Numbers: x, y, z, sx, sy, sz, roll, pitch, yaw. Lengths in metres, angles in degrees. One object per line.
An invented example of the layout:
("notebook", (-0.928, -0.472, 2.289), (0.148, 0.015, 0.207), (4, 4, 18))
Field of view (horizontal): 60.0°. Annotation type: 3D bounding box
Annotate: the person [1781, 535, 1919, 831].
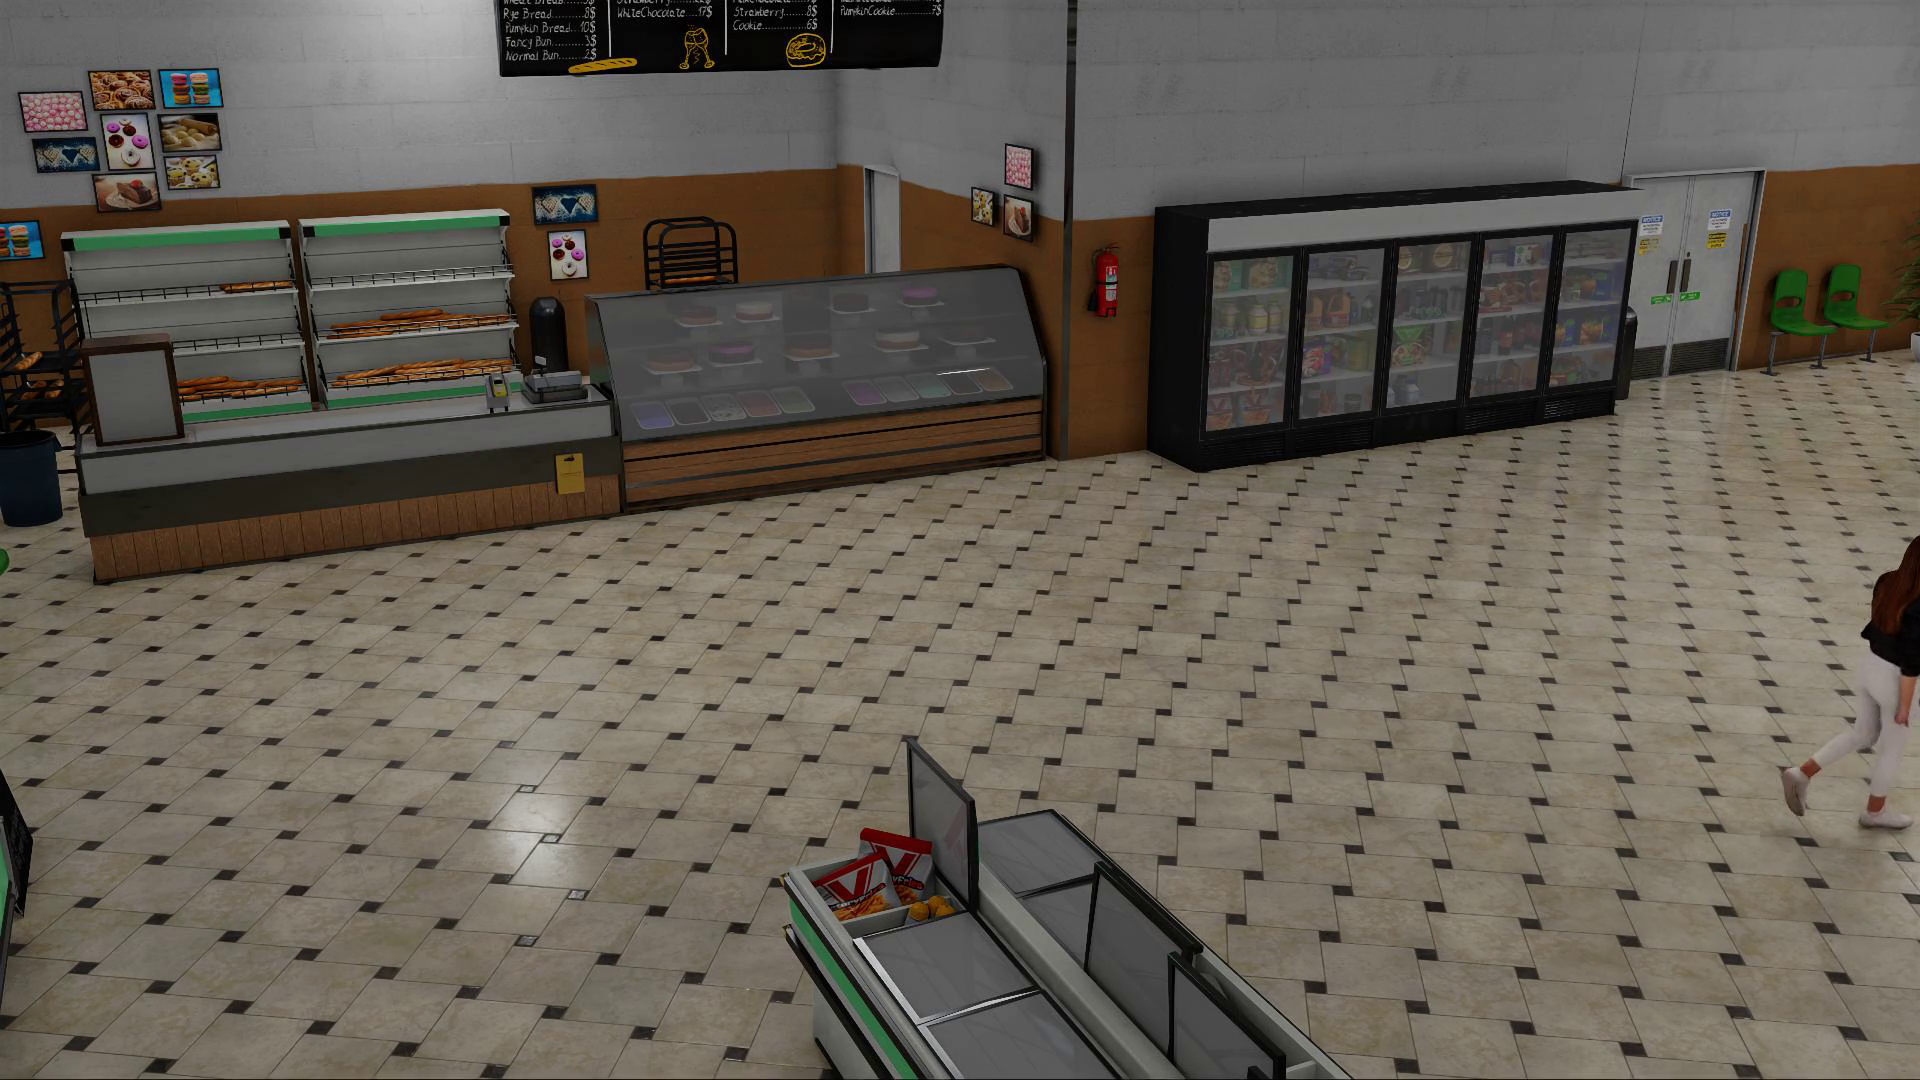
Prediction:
("person", (4.691, 0.738, 8.556), (0.914, 1.680, 0.990), (-1, 19, -2))
